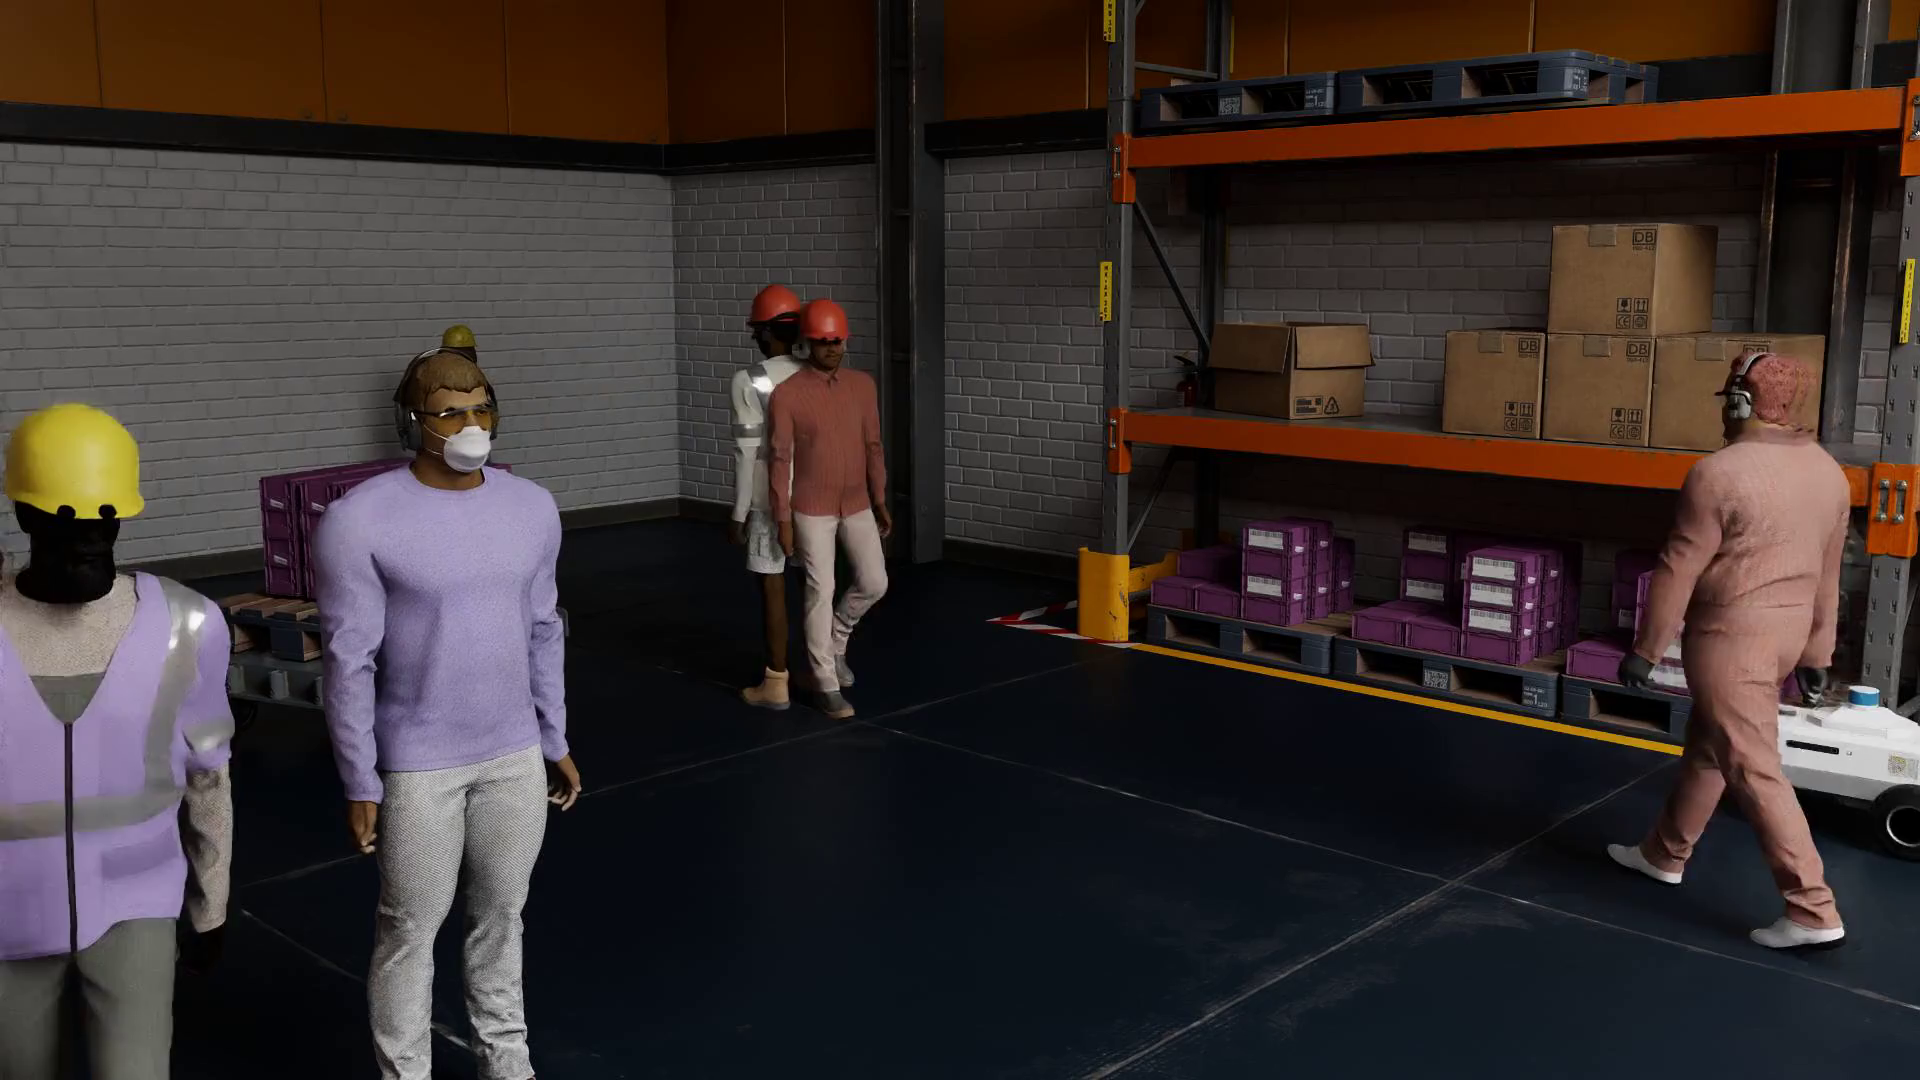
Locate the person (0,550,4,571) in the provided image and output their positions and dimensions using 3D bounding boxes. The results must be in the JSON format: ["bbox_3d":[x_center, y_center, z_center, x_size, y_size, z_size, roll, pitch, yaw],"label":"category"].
[{"bbox_3d":[-4.576,0.008,7.202,0.647,1.888,1.013,4,10,25],"label":"person"}]

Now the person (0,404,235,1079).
[{"bbox_3d":[-1.700,0.668,3.202,0.596,1.888,0.925,-5,11,-28],"label":"person"}]

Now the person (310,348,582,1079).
[{"bbox_3d":[-1.181,0.521,3.932,0.371,1.941,0.627,8,12,41],"label":"person"}]

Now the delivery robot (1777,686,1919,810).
[{"bbox_3d":[3.362,0.790,6.226,0.707,0.478,0.477,8,12,40],"label":"delivery robot"}]

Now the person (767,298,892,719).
[{"bbox_3d":[-0.627,-0.163,7.984,0.676,1.980,0.572,-7,12,-37],"label":"person"}]

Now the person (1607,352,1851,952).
[{"bbox_3d":[2.509,0.334,5.335,0.650,1.866,0.988,-5,11,-29],"label":"person"}]

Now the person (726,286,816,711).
[{"bbox_3d":[-0.877,-0.199,8.072,0.621,2.034,0.425,-9,13,-43],"label":"person"}]

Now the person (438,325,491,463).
[{"bbox_3d":[-3.395,-0.591,11.342,0.492,1.742,0.317,4,10,23],"label":"person"}]
